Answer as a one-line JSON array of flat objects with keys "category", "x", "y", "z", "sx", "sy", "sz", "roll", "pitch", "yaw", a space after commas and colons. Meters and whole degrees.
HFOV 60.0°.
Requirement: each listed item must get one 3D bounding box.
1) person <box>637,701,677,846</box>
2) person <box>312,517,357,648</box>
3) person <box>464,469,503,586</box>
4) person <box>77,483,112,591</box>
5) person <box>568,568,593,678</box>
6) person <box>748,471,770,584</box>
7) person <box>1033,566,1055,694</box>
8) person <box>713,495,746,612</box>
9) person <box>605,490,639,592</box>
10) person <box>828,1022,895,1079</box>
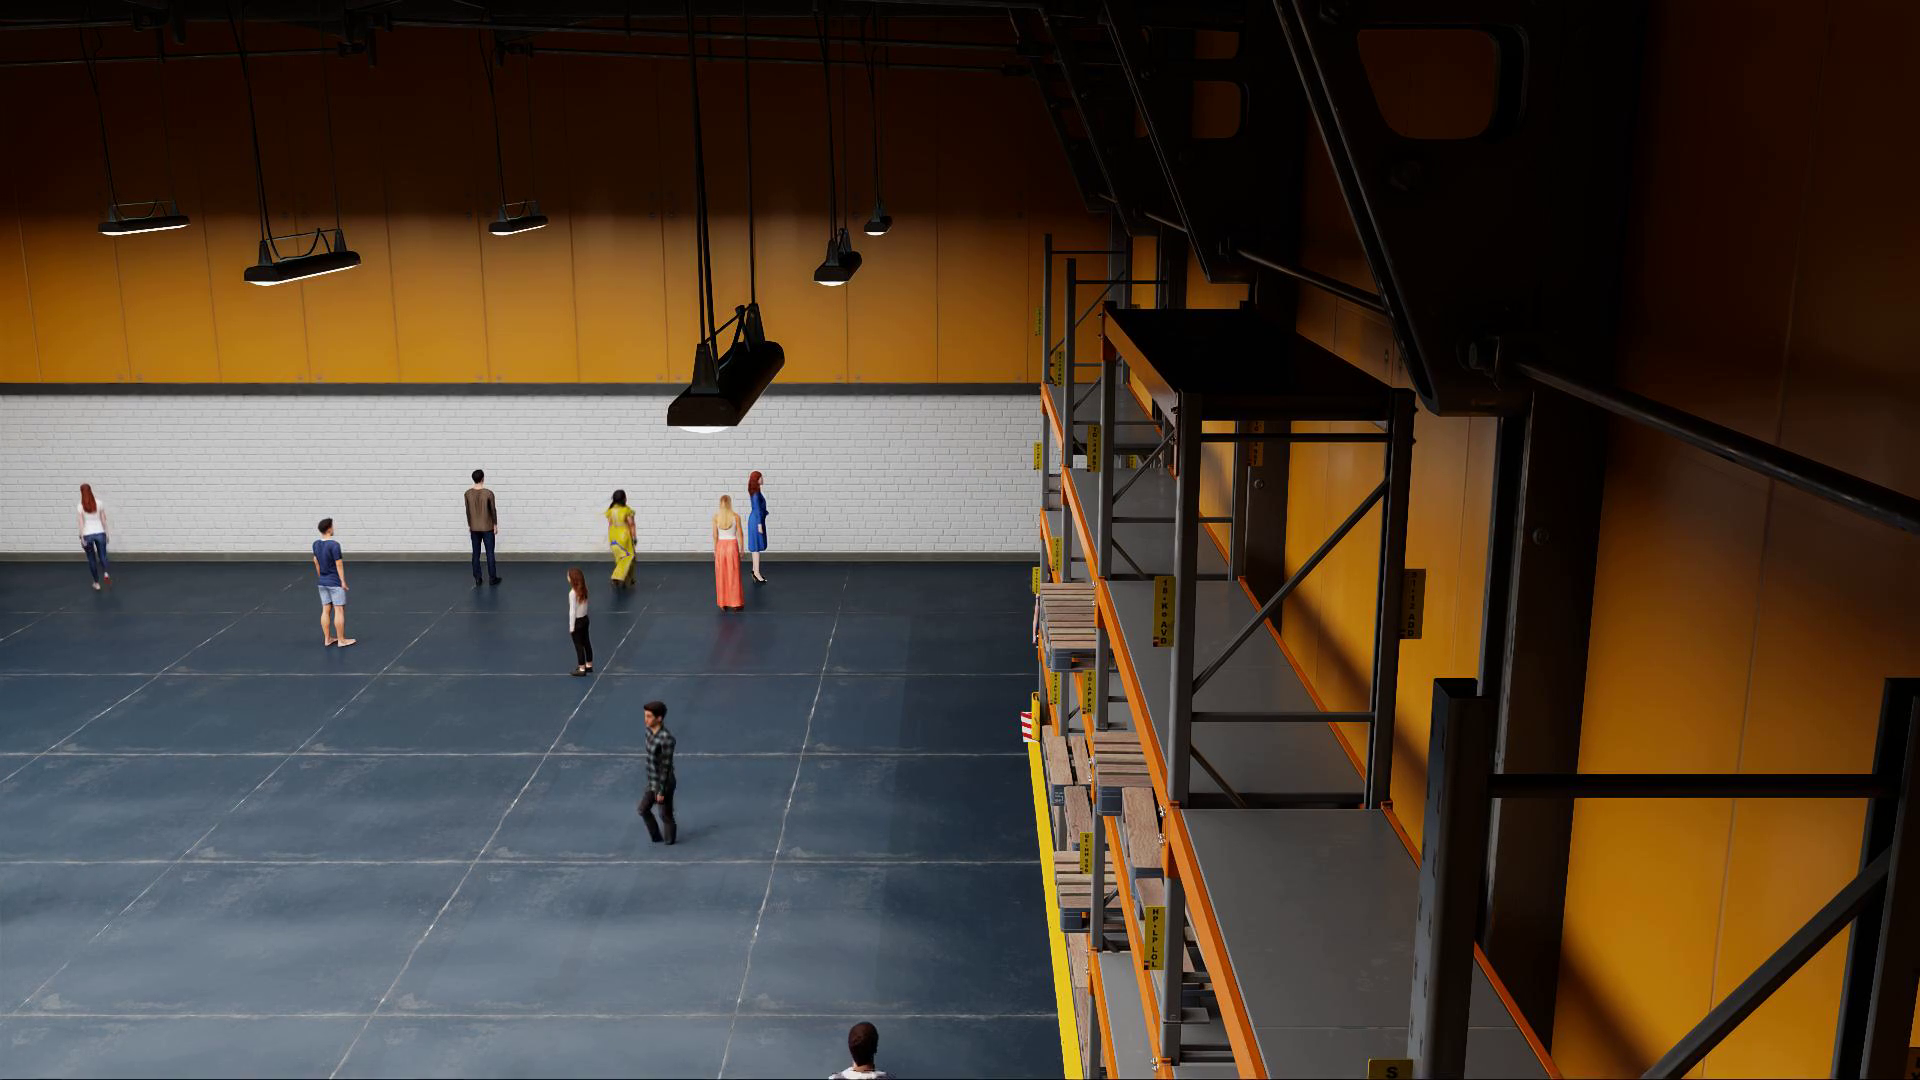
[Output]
[{"category": "person", "x": -3.013, "y": 2.435, "z": 16.981, "sx": 0.837, "sy": 1.707, "sz": 0.765, "roll": -10, "pitch": 17, "yaw": -35}, {"category": "person", "x": -8.927, "y": 0.594, "z": 23.599, "sx": 0.692, "sy": 1.850, "sz": 0.679, "roll": 5, "pitch": 15, "yaw": 21}, {"category": "person", "x": -7.722, "y": -0.210, "z": 26.843, "sx": 0.646, "sy": 1.887, "sz": 0.544, "roll": 0, "pitch": 14, "yaw": 2}, {"category": "person", "x": -13.749, "y": -0.032, "z": 26.447, "sx": 0.812, "sy": 1.726, "sz": 0.881, "roll": -12, "pitch": 18, "yaw": -40}, {"category": "person", "x": -5.099, "y": 1.091, "z": 22.328, "sx": 0.658, "sy": 1.482, "sz": 0.511, "roll": 5, "pitch": 14, "yaw": 18}, {"category": "person", "x": -3.299, "y": -0.221, "z": 27.010, "sx": 0.713, "sy": 1.829, "sz": 0.567, "roll": -3, "pitch": 14, "yaw": -11}, {"category": "person", "x": 1.169, "y": 1.174, "z": 21.432, "sx": 0.673, "sy": 1.742, "sz": 0.691, "roll": 9, "pitch": 16, "yaw": 32}, {"category": "person", "x": -3.543, "y": 0.191, "z": 25.368, "sx": 0.654, "sy": 1.802, "sz": 0.617, "roll": 2, "pitch": 14, "yaw": 7}, {"category": "person", "x": -5.387, "y": 0.035, "z": 26.371, "sx": 1.033, "sy": 1.633, "sz": 1.238, "roll": 6, "pitch": 15, "yaw": 23}, {"category": "person", "x": -0.610, "y": 3.874, "z": 10.145, "sx": 0.724, "sy": 1.807, "sz": 1.197, "roll": 1, "pitch": 14, "yaw": 5}]
